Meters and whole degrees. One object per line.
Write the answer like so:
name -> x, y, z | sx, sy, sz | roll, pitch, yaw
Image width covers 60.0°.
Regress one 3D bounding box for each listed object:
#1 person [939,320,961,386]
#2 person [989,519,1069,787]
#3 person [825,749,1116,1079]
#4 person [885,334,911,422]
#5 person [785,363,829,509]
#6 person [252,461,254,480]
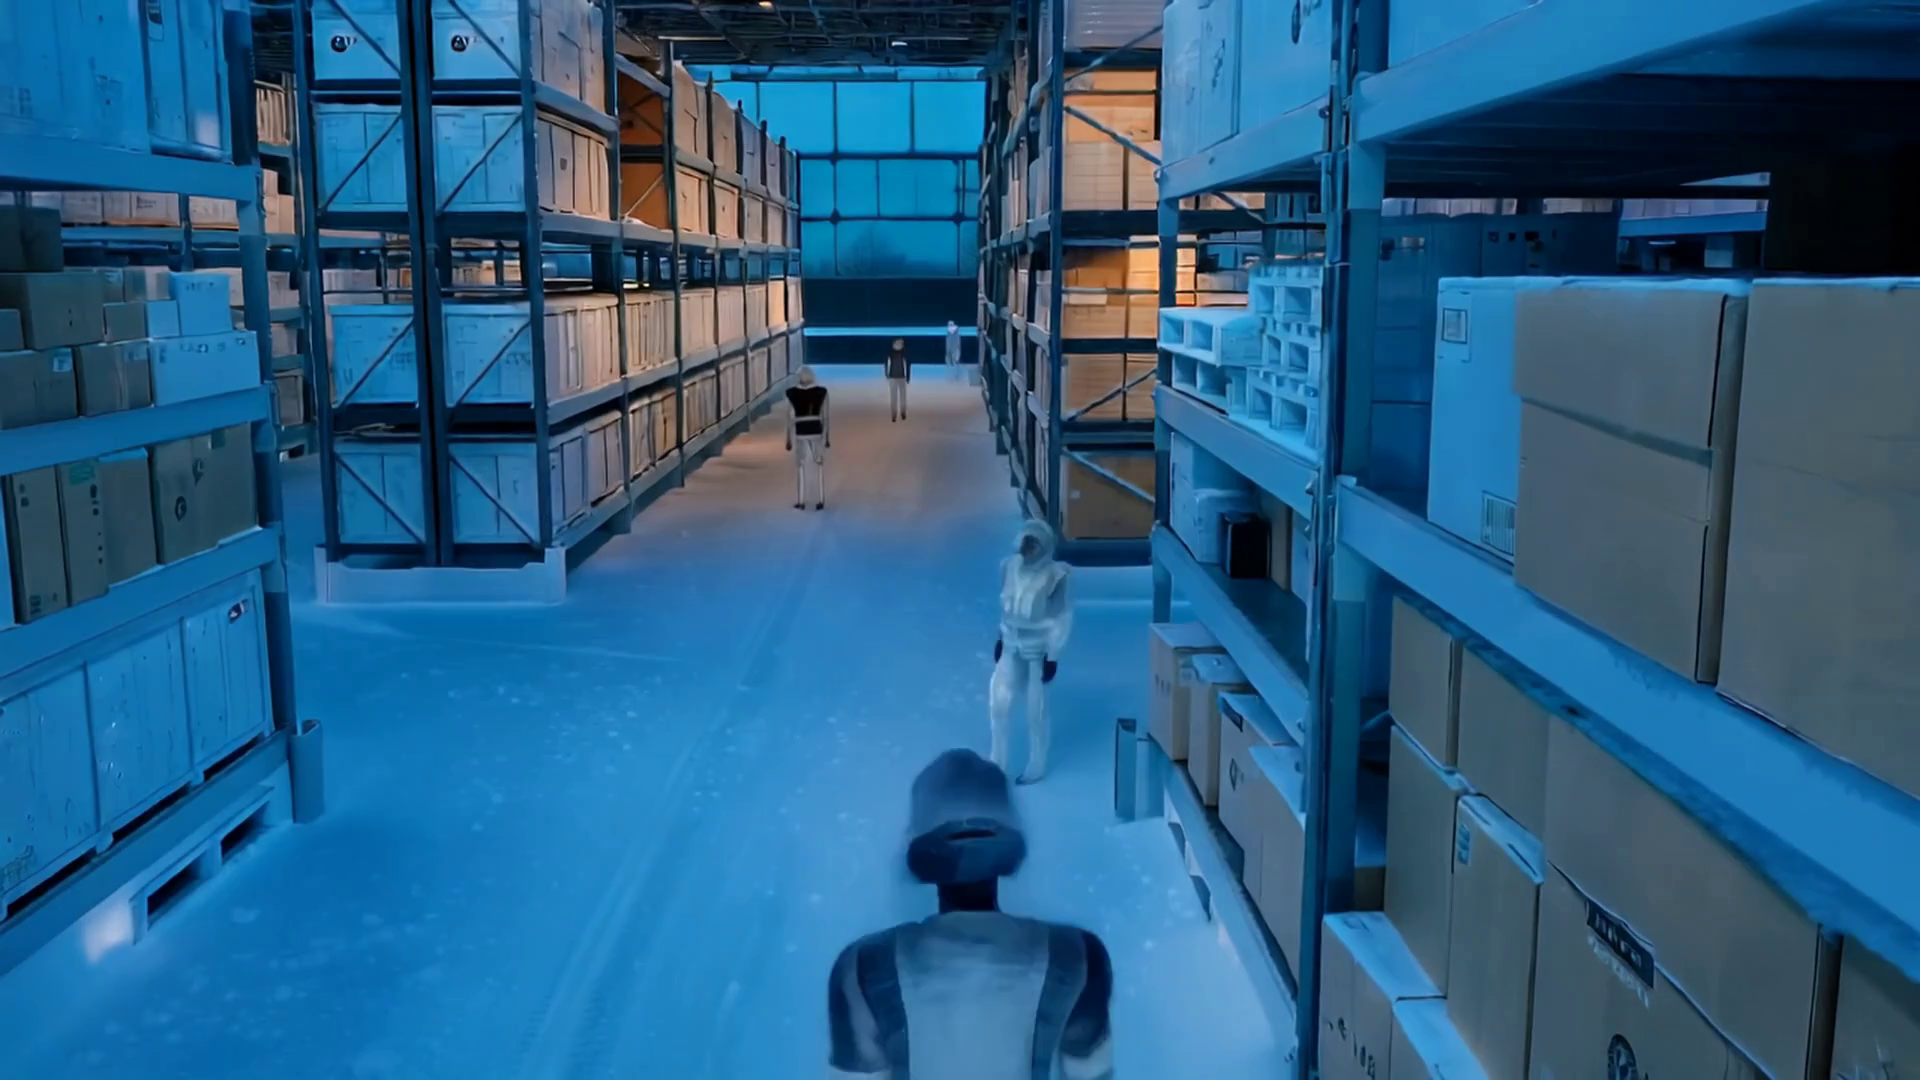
person -> -0.231, -4.838, 43.127 | 0.493, 1.704, 0.836 | 7, 11, 35
person -> 0.348, 0.670, 9.611 | 0.568, 1.606, 0.548 | 8, 12, 40
person -> 0.030, 1.454, 3.643 | 0.617, 2.001, 0.778 | 0, 9, 1
person -> -1.231, -3.237, 33.200 | 0.537, 1.741, 0.748 | 1, 9, 5
person -> -1.930, -1.308, 21.038 | 0.566, 1.844, 0.381 | -3, 10, -19
person -> -7.577, -0.565, 17.245 | 0.508, 1.603, 0.726 | 0, 9, 0
